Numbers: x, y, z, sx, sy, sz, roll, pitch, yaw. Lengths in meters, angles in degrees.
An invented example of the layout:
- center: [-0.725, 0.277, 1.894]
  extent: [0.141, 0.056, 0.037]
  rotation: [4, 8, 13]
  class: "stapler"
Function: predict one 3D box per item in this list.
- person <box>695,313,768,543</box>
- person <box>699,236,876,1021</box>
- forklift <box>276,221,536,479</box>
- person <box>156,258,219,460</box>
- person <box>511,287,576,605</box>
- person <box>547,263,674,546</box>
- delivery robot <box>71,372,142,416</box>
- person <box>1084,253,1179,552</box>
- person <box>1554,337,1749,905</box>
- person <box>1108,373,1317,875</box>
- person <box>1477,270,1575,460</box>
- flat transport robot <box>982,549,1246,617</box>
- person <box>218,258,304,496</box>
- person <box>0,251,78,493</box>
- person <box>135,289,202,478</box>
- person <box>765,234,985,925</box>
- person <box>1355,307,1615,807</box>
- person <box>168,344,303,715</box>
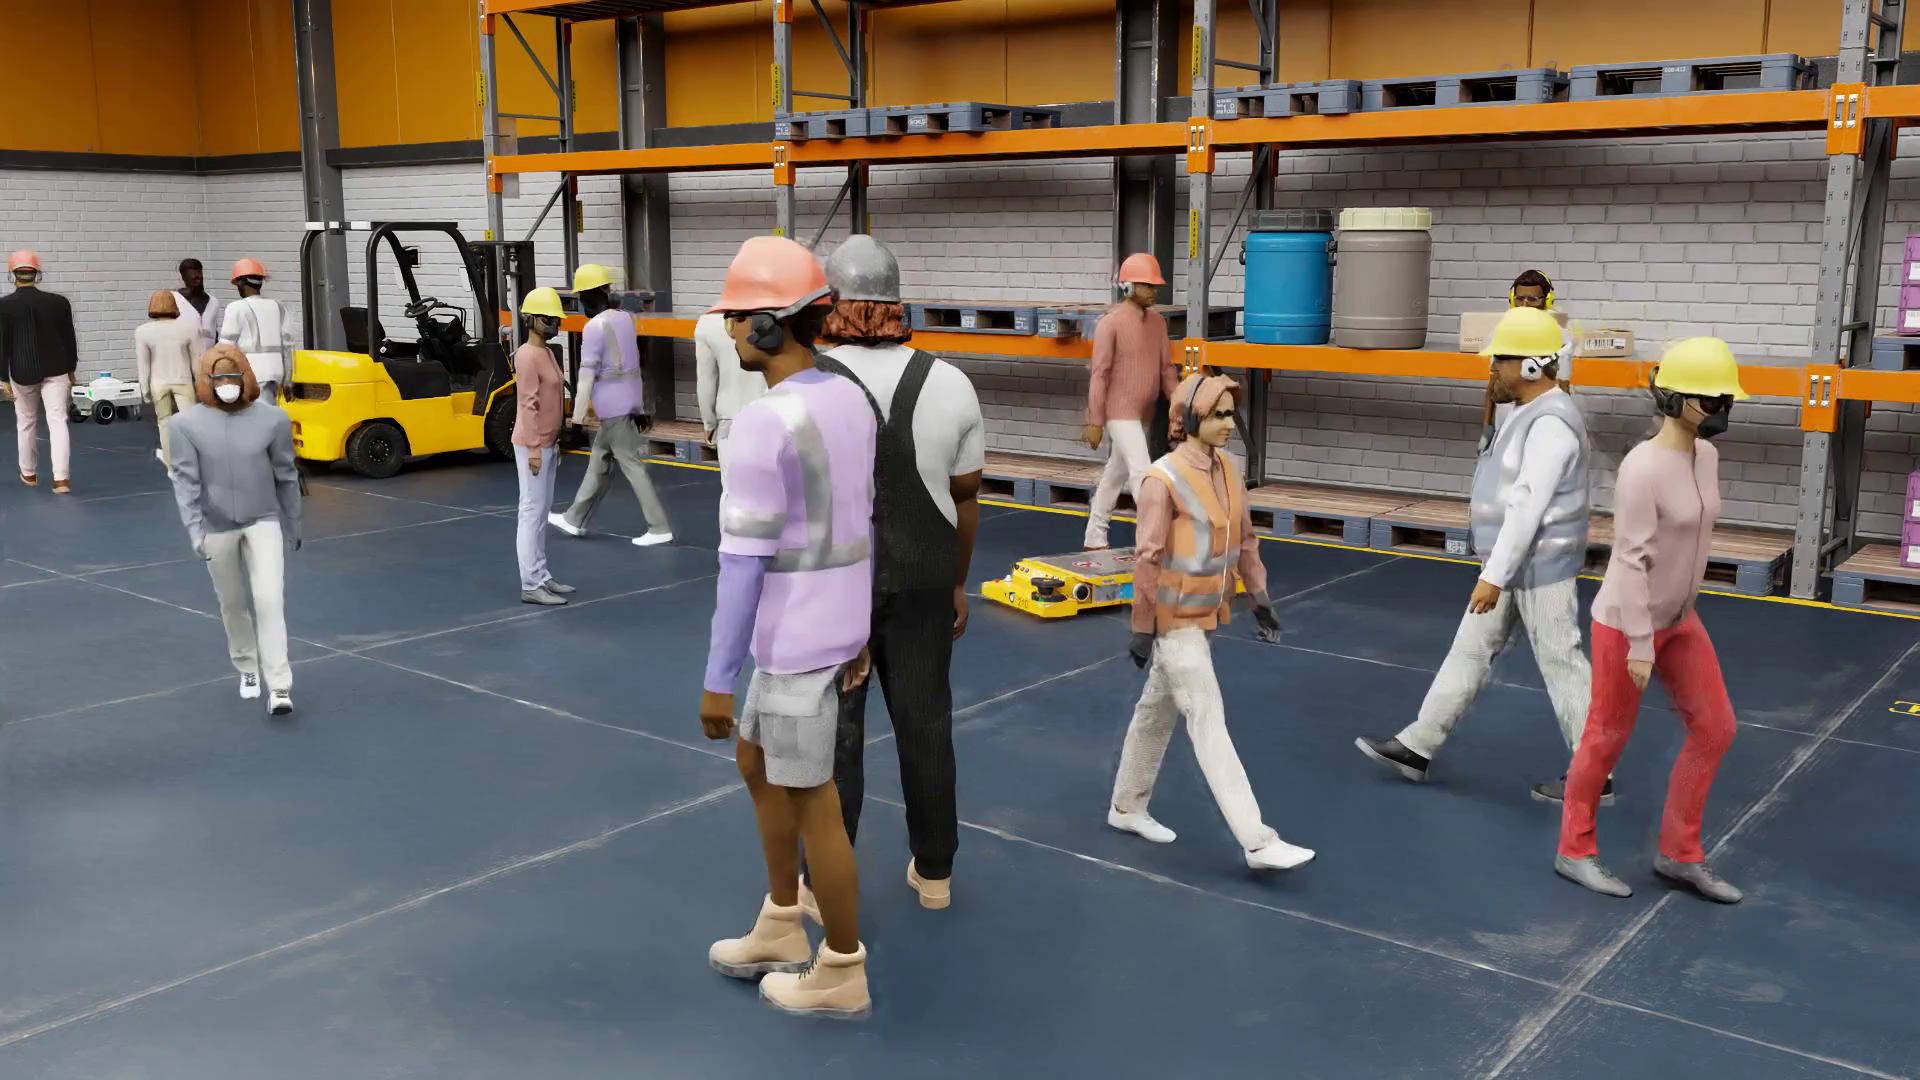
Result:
- center: [-1.215, -0.686, 9.715]
  extent: [0.632, 1.939, 0.368]
  rotation: [1, 10, 3]
  class: "person"
- center: [-0.515, 0.250, 4.280]
  extent: [0.687, 2.023, 0.626]
  rotation: [3, 11, 17]
  class: "person"
- center: [-4.922, -1.741, 14.854]
  extent: [1.214, 2.155, 2.313]
  rotation: [8, 13, 38]
  class: "forklift"
- center: [-6.881, -1.591, 14.928]
  extent: [0.954, 1.876, 0.592]
  rotation: [6, 12, 30]
  class: "person"
- center: [-2.333, -0.527, 9.319]
  extent: [0.329, 1.765, 0.526]
  rotation: [0, 10, -2]
  class: "person"
- center: [-2.363, -0.879, 10.981]
  extent: [1.016, 1.863, 0.604]
  rotation: [2, 10, 12]
  class: "person"
- center: [-9.495, -1.630, 18.518]
  extent: [0.477, 0.478, 0.707]
  rotation: [5, 11, 24]
  class: "delivery robot"
- center: [1.140, -0.759, 10.125]
  extent: [1.036, 1.934, 0.613]
  rotation: [8, 13, 37]
  class: "person"
- center: [2.141, 0.264, 5.006]
  extent: [0.544, 1.735, 0.658]
  rotation: [-8, 13, -38]
  class: "person"
- center: [0.826, 0.270, 5.356]
  extent: [0.865, 1.591, 0.520]
  rotation: [7, 12, 34]
  class: "person"
- center: [3.182, -0.590, 9.413]
  extent: [0.509, 1.860, 0.334]
  rotation: [9, 13, 39]
  class: "person"
- center: [0.903, 0.209, 9.378]
  extent: [1.431, 0.197, 0.652]
  rotation: [-6, 12, -29]
  class: "flat transport robot"
- center: [-5.648, -1.293, 13.250]
  extent: [1.019, 1.862, 0.564]
  rotation: [3, 11, 18]
  class: "person"
- center: [-7.455, -1.354, 13.450]
  extent: [0.614, 1.935, 1.023]
  rotation: [-7, 12, -34]
  class: "person"
- center: [-6.638, -1.300, 13.996]
  extent: [0.507, 1.616, 0.616]
  rotation: [-5, 11, -24]
  class: "person"
- center: [-0.293, 0.120, 4.967]
  extent: [0.673, 2.000, 0.535]
  rotation: [-4, 11, -21]
  class: "person"
- center: [1.945, 0.068, 5.956]
  extent: [0.924, 1.781, 0.591]
  rotation: [1, 10, 6]
  class: "person"
- center: [-3.071, -0.038, 7.097]
  extent: [0.501, 1.579, 0.854]
  rotation: [-4, 11, -22]
  class: "person"
